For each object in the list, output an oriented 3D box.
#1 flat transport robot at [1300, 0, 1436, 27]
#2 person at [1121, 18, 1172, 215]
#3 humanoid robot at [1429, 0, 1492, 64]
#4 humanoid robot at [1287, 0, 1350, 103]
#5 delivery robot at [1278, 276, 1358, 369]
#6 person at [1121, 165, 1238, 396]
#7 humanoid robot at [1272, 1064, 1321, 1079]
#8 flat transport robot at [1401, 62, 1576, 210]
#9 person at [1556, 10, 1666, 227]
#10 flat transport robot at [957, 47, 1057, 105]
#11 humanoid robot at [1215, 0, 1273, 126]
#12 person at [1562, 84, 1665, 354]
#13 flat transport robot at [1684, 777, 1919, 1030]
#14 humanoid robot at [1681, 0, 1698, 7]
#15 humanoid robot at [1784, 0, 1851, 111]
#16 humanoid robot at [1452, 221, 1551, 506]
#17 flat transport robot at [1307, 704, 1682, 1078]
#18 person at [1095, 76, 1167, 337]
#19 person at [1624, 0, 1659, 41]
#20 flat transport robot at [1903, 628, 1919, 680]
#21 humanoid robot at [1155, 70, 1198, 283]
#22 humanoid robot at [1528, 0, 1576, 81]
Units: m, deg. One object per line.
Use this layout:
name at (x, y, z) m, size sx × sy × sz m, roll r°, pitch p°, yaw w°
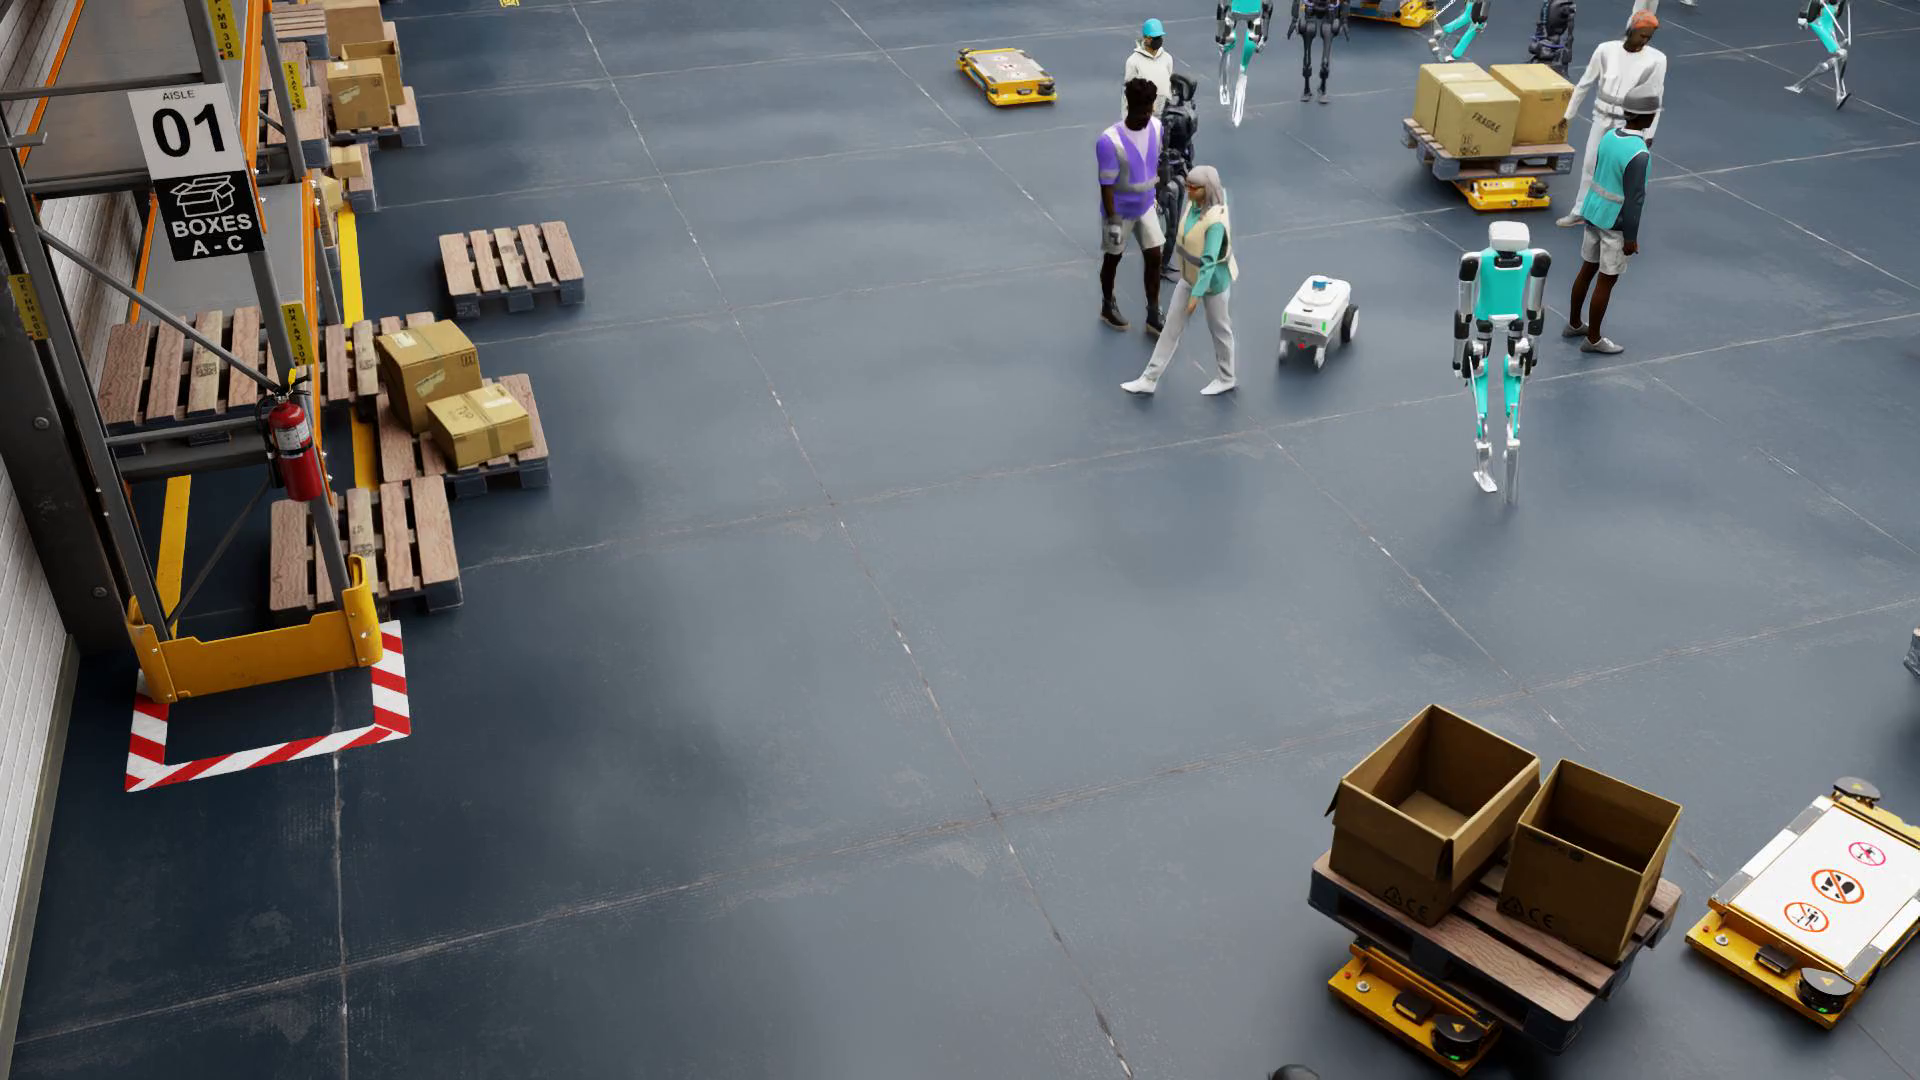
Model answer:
flat transport robot at (4.777, -6.261, 19.462) m, size 1.431 × 0.231 × 0.659 m, roll 17°, pitch 37°, yaw 24°
person at (1.566, -3.544, 14.005) m, size 0.462 × 1.676 × 0.363 m, roll -12°, pitch 35°, yaw -18°
humanoid robot at (5.015, -5.257, 16.662) m, size 0.758 × 1.876 × 0.544 m, roll 2°, pitch 33°, yaw 2°
humanoid robot at (3.571, -5.158, 16.482) m, size 0.613 × 1.639 × 0.372 m, roll 6°, pitch 34°, yaw 9°
delivery robot at (2.586, -1.636, 12.093) m, size 0.499 × 0.581 × 0.774 m, roll 15°, pitch 36°, yaw 21°
person at (1.539, -1.681, 11.152) m, size 0.897 × 1.665 × 0.473 m, roll -15°, pitch 36°, yaw -21°
humanoid robot at (1.024, 2.231, 5.149) m, size 0.595 × 1.654 × 0.399 m, roll -23°, pitch 39°, yaw -31°
flat transport robot at (4.699, -3.322, 14.953) m, size 0.659 × 0.231 × 1.431 m, roll -4°, pitch 33°, yaw -6°
person at (5.341, -3.440, 13.677) m, size 0.764 × 1.871 × 0.379 m, roll 24°, pitch 40°, yaw 32°
flat transport robot at (0.476, -4.831, 17.267) m, size 0.659 × 0.231 × 1.431 m, roll -9°, pitch 34°, yaw -13°
humanoid robot at (2.700, -4.982, 16.224) m, size 0.532 × 1.784 × 1.006 m, roll -2°, pitch 33°, yaw -3°
person at (4.623, -2.265, 11.804) m, size 0.419 × 1.940 × 0.548 m, roll -6°, pitch 34°, yaw -9°
flat transport robot at (3.922, 1.582, 7.431) m, size 1.431 × 0.231 × 0.659 m, roll -25°, pitch 41°, yaw -33°
humanoid robot at (8.500, -6.990, 19.231) m, size 0.542 × 1.735 × 0.976 m, roll -12°, pitch 35°, yaw -18°
humanoid robot at (8.763, -5.173, 16.468) m, size 0.544 × 1.769 × 0.949 m, roll -13°, pitch 35°, yaw -20°
humanoid robot at (3.253, -0.951, 10.082) m, size 0.575 × 1.886 × 0.718 m, roll 2°, pitch 33°, yaw 3°
flat transport robot at (2.283, 1.699, 7.252) m, size 0.659 × 0.231 × 1.431 m, roll 29°, pitch 43°, yaw 36°
person at (1.284, -2.347, 11.925) m, size 0.621 × 1.935 × 0.767 m, roll -20°, pitch 38°, yaw -28°
person at (7.287, -5.898, 17.453) m, size 0.462 × 1.869 × 0.360 m, roll -24°, pitch 40°, yaw -32°
flat transport robot at (5.579, 0.955, 8.394) m, size 0.659 × 0.231 × 1.431 m, roll -5°, pitch 33°, yaw -8°
humanoid robot at (1.687, -2.834, 12.915) m, size 0.340 × 1.653 × 0.613 m, roll 16°, pitch 36°, yaw 23°
humanoid robot at (5.477, -4.462, 15.407) m, size 0.347 × 1.650 × 0.613 m, roll -7°, pitch 34°, yaw -11°
